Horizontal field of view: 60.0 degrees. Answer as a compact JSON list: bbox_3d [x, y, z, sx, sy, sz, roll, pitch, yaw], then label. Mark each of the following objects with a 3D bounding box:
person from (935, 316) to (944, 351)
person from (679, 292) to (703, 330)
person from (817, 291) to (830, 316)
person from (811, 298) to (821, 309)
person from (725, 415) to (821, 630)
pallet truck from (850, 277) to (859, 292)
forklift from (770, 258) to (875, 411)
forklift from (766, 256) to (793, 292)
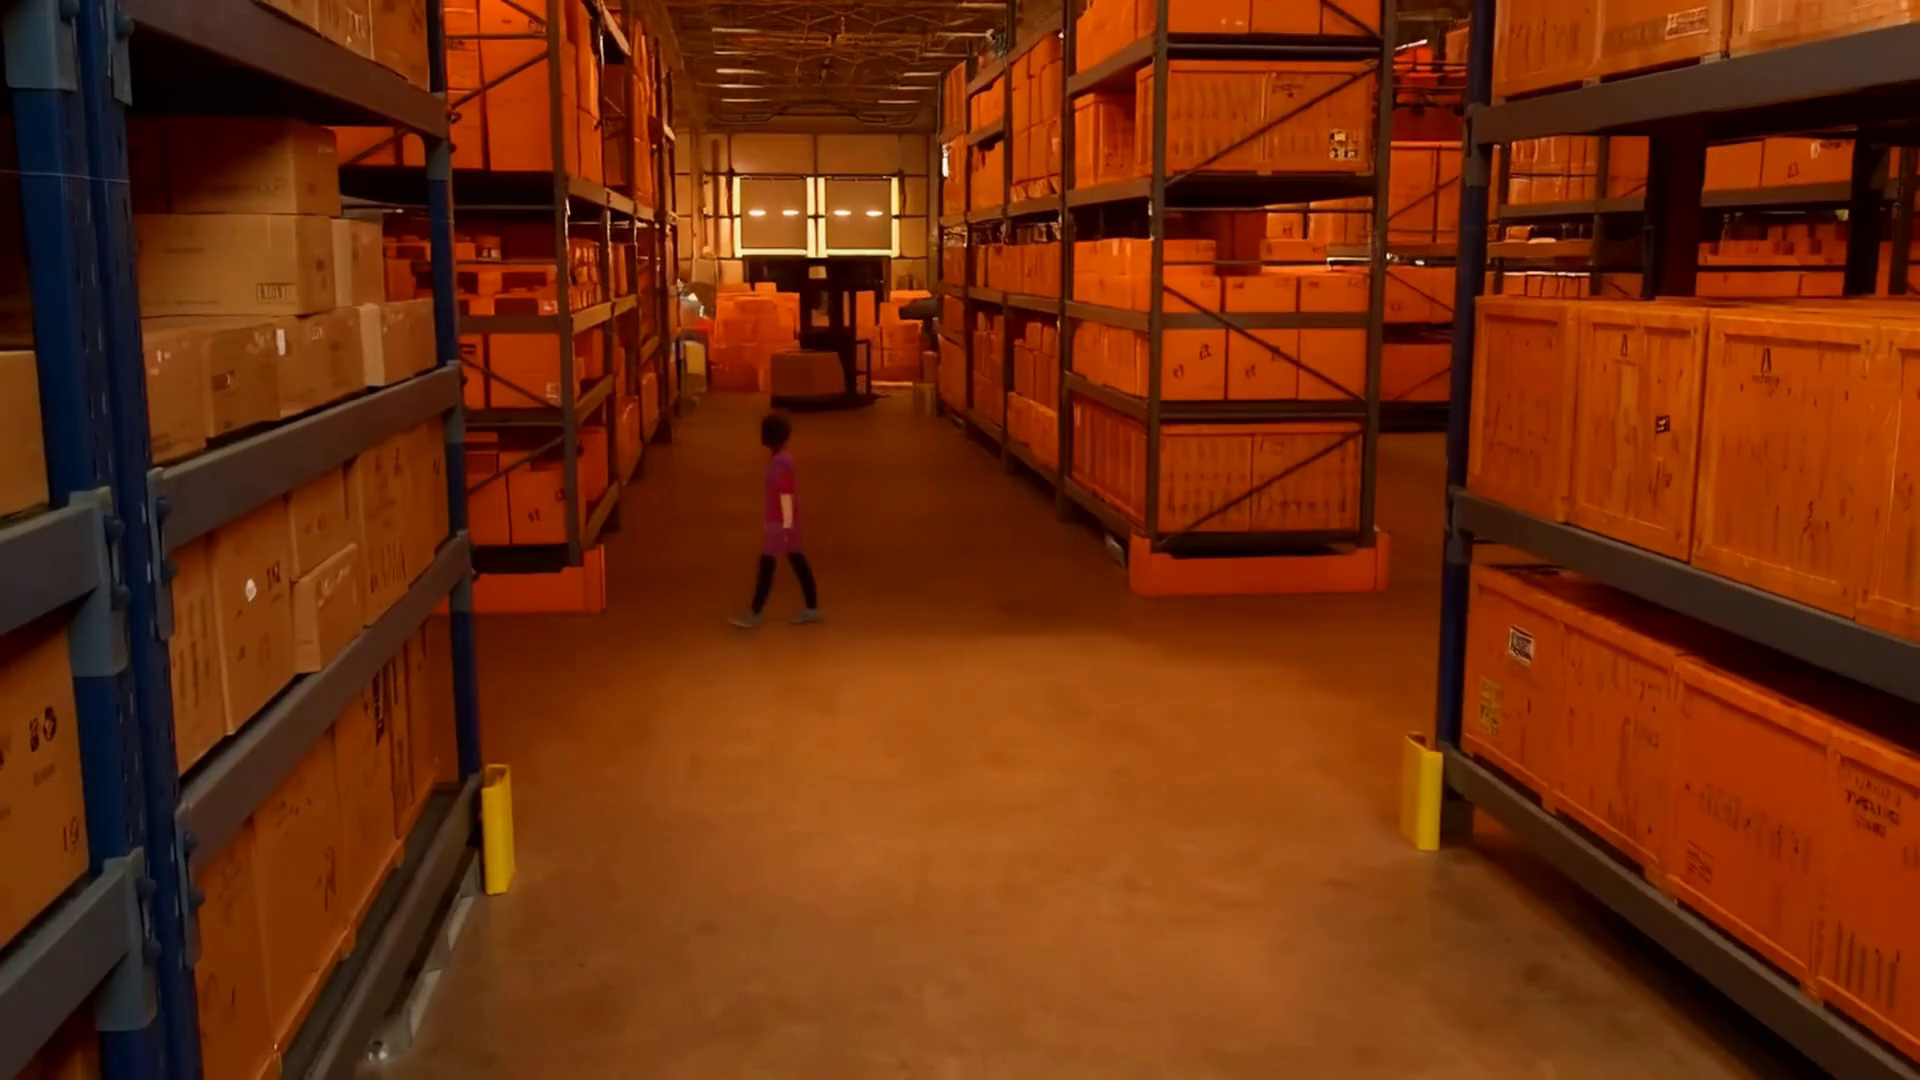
[{"bbox_3d":[-0.106,-4.065,34.959,0.676,1.935,0.948,8,13,40],"label":"person"},{"bbox_3d":[-7.357,-5.844,45.500,0.673,1.927,0.706,-1,10,-7],"label":"person"},{"bbox_3d":[-5.315,-9.227,65.066,0.592,1.922,0.379,6,12,33],"label":"person"},{"bbox_3d":[-3.526,-5.009,40.750,0.429,1.843,0.628,-5,11,-29],"label":"person"},{"bbox_3d":[-1.463,-0.136,12.890,0.815,1.655,0.552,-1,10,-5],"label":"person"},{"bbox_3d":[-3.782,-9.391,65.808,1.885,1.965,0.823,2,10,10],"label":"pallet truck"},{"bbox_3d":[-2.619,-3.892,31.224,1.129,2.768,1.873,6,12,33],"label":"forklift"},{"bbox_3d":[-6.555,-8.937,60.594,1.129,2.768,1.873,-6,12,-33],"label":"forklift"}]
